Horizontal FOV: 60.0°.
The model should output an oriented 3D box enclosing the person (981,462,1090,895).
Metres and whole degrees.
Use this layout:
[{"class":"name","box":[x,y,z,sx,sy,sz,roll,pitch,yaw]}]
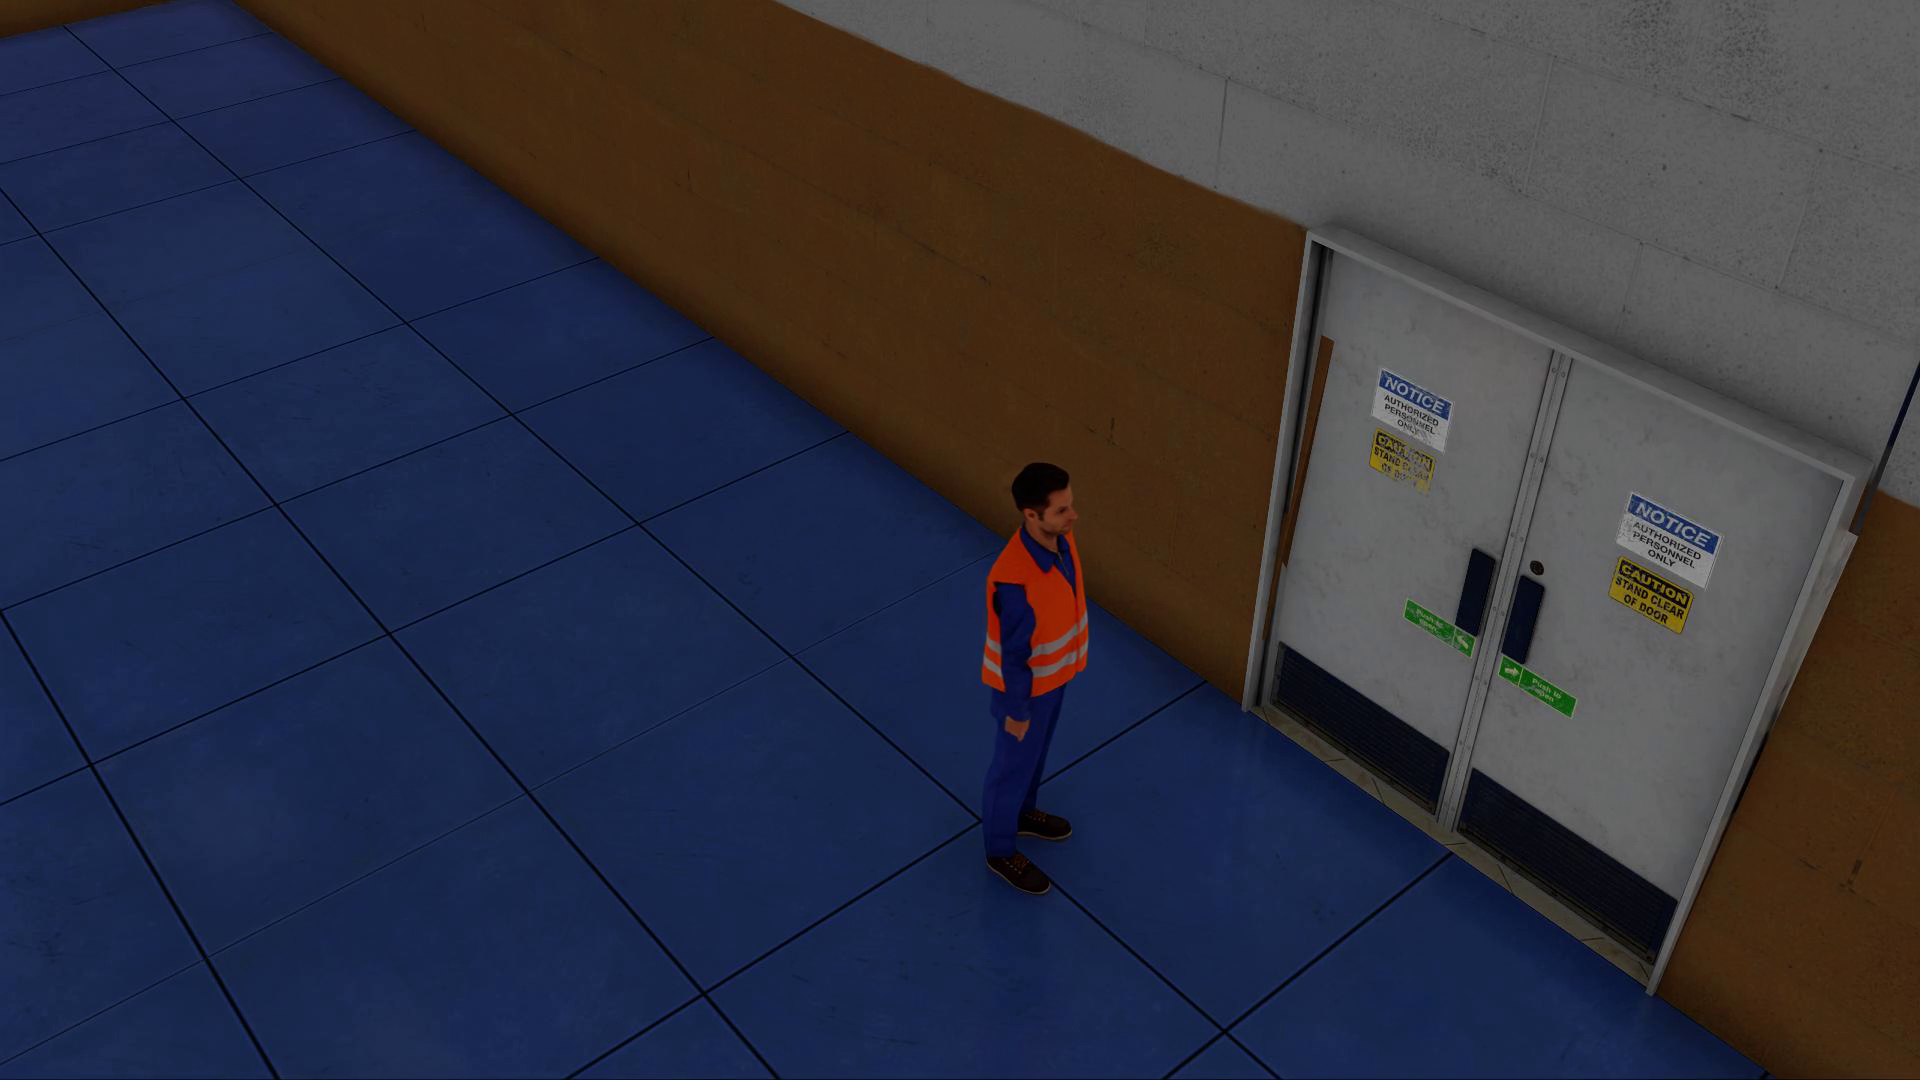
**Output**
[{"class":"person","box":[0.265,0.487,6.073,0.848,1.862,0.722,13,39,17]}]
